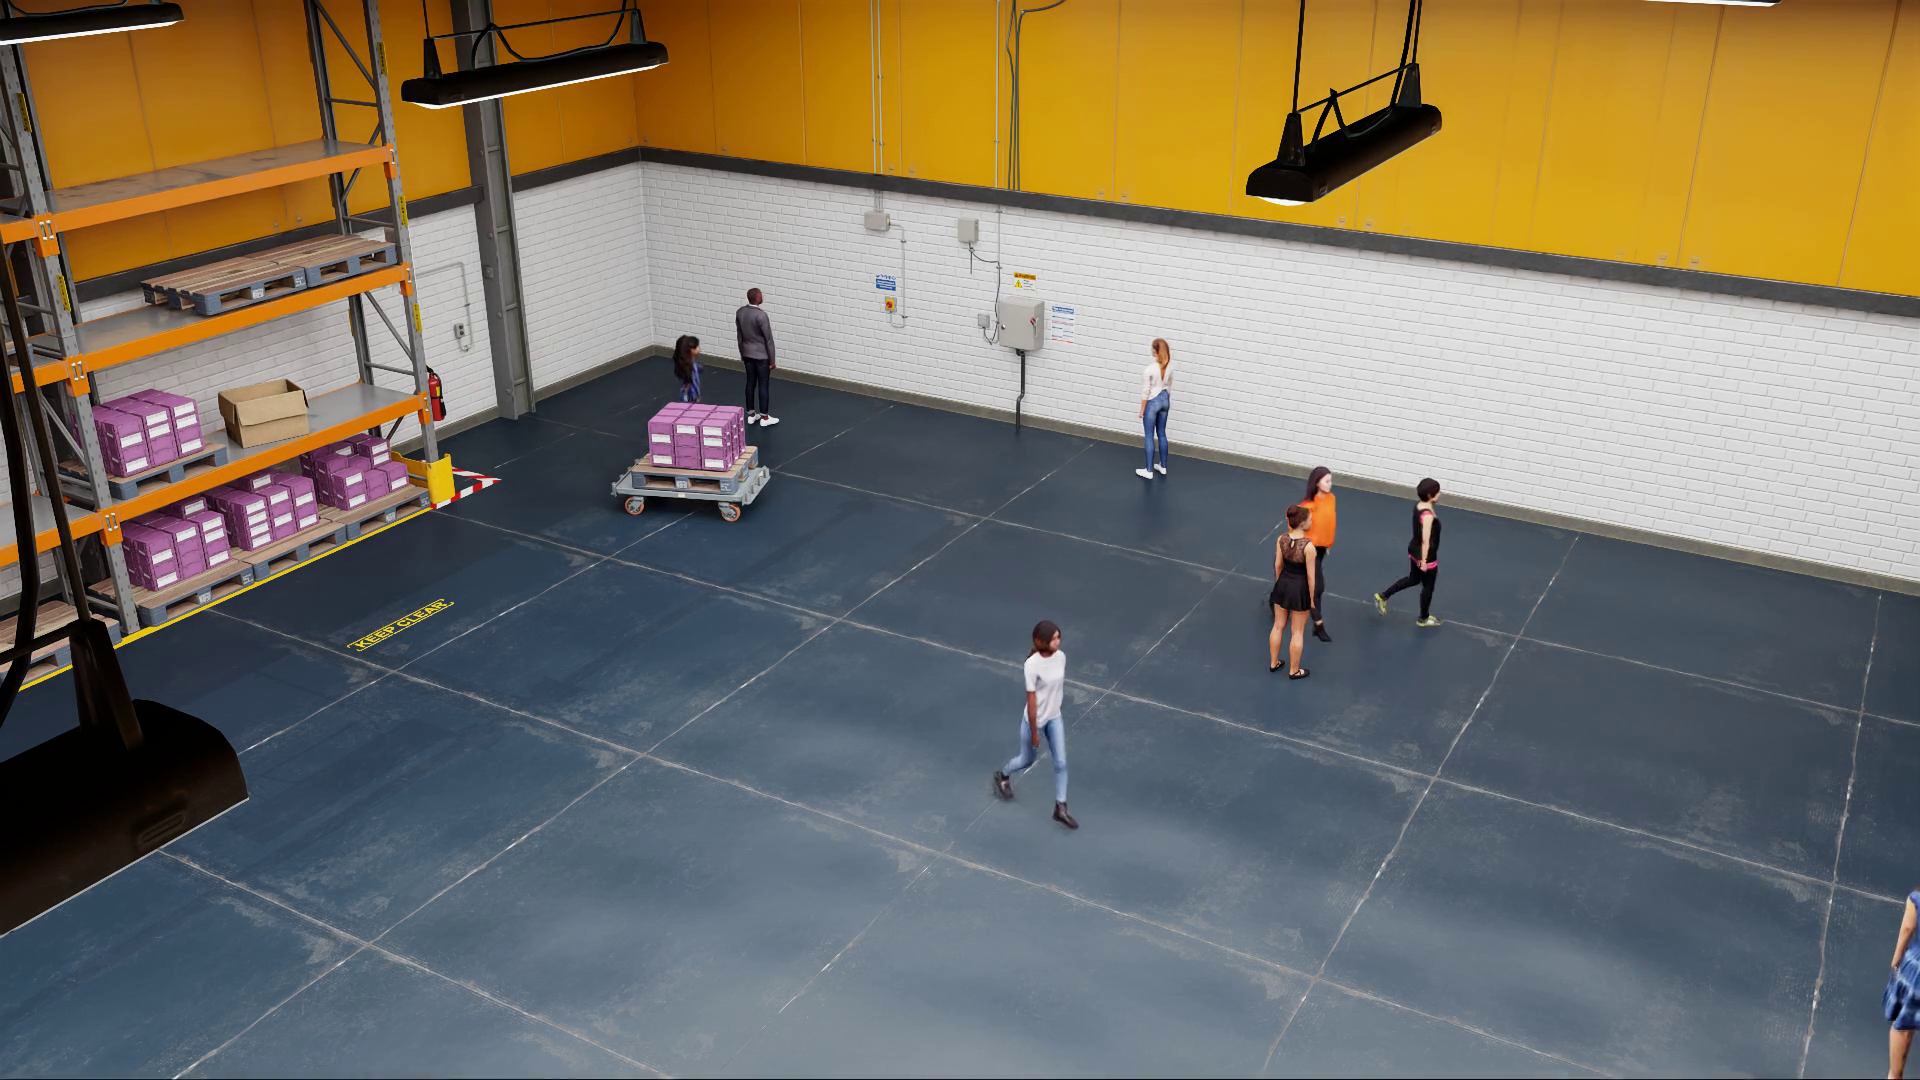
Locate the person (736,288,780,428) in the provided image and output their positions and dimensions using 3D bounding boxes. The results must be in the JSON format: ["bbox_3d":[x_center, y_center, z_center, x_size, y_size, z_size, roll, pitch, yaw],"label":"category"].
[{"bbox_3d":[-2.644,-2.379,21.540,0.747,1.817,0.602,16,28,32],"label":"person"}]

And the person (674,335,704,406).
[{"bbox_3d":[-3.331,-1.692,20.232,1.005,1.607,0.875,-14,27,-29],"label":"person"}]

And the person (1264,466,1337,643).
[{"bbox_3d":[3.320,0.088,16.022,1.143,1.717,0.920,-21,31,-39],"label":"person"}]

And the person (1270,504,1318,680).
[{"bbox_3d":[3.047,0.462,15.218,0.638,1.677,0.639,-21,31,-40],"label":"person"}]

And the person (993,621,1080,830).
[{"bbox_3d":[0.578,1.410,13.034,1.112,1.689,0.912,-19,30,-36],"label":"person"}]

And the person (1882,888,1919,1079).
[{"bbox_3d":[5.777,2.706,9.935,0.730,1.796,0.814,18,29,35],"label":"person"}]

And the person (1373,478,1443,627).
[{"bbox_3d":[4.423,0.130,16.156,0.873,1.534,0.920,0,24,0],"label":"person"}]

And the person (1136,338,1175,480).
[{"bbox_3d":[2.346,-1.586,19.847,0.618,1.721,0.746,-16,28,-32],"label":"person"}]
